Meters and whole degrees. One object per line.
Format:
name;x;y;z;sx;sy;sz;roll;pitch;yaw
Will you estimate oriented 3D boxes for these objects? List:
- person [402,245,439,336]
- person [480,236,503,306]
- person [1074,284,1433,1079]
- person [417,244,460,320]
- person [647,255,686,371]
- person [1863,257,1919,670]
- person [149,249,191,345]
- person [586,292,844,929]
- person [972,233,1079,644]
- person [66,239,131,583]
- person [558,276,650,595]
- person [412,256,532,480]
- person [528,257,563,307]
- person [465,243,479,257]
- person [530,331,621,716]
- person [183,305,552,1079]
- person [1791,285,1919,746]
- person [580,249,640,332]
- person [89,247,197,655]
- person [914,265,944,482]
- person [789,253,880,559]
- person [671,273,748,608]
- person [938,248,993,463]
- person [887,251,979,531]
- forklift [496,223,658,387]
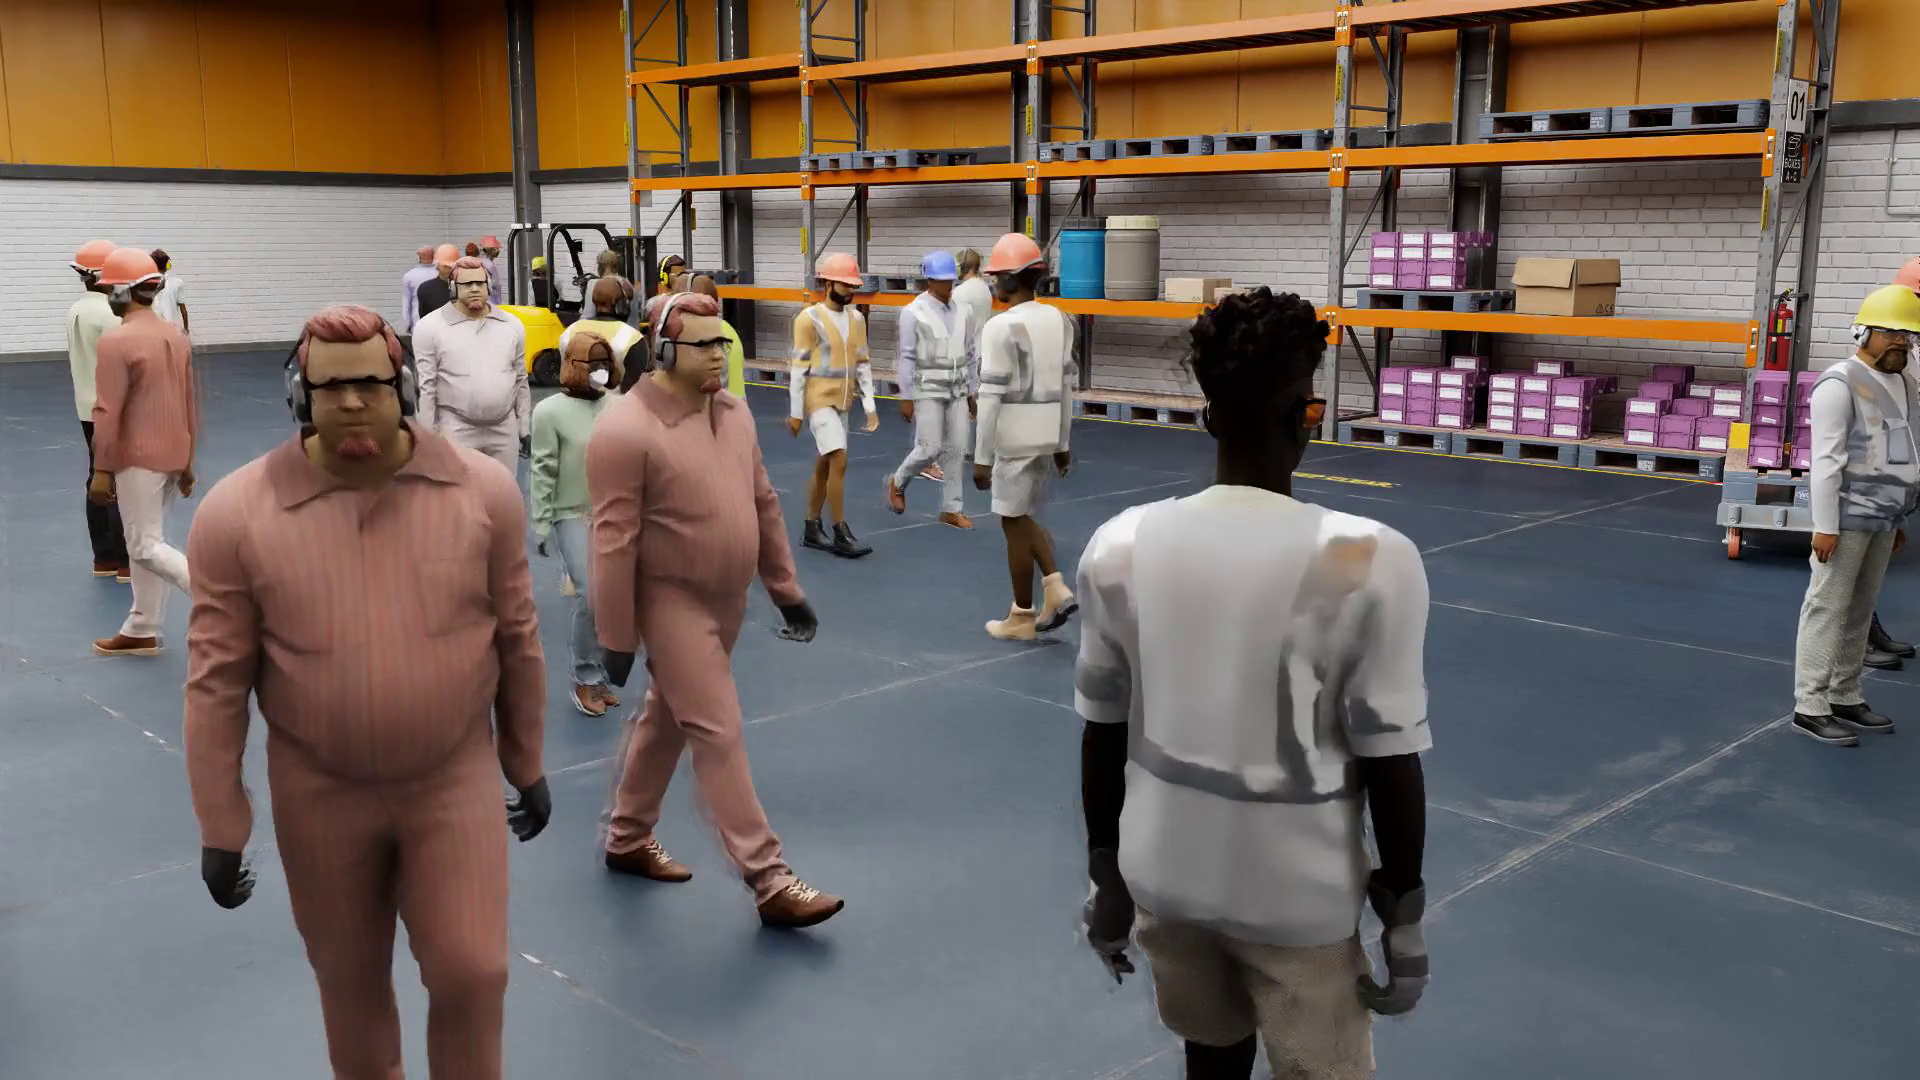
person;-6.686;-2.764;21.011;0.677;1.890;0.435;-4;11;-21
person;-7.361;-3.715;25.872;0.852;2.024;0.616;-2;11;-13
person;0.445;0.560;2.743;0.618;1.950;0.731;8;13;38
person;-5.001;-1.937;16.382;0.619;1.950;0.926;-3;11;-18
person;-2.220;-1.281;12.998;0.327;1.872;0.516;4;11;23
person;4.421;-0.362;7.824;0.381;1.927;0.550;9;14;41
person;-8.864;-2.298;18.542;0.514;1.872;0.328;-5;12;-25
person;-0.749;0.200;4.956;0.985;1.854;0.655;5;12;26
person;0.296;-0.478;8.173;0.437;2.030;0.638;8;13;37
person;-4.964;-0.746;9.739;0.612;1.995;0.376;8;13;38
person;-1.975;-0.618;9.619;0.626;1.783;0.989;5;11;24
person;-2.660;-0.600;9.182;0.652;1.906;0.403;-7;13;-35
person;-6.184;-3.374;24.850;0.500;1.703;0.497;-2;11;-9
person;-8.408;-4.187;28.803;0.585;1.882;0.337;-2;11;-12
person;-1.517;-0.066;7.026;0.492;1.616;0.523;10;14;42
person;-1.123;0.501;3.223;0.683;1.882;0.708;-4;11;-21
person;3.629;-0.102;6.680;0.591;1.829;0.404;-7;12;-33
person;-3.437;-1.893;16.299;1.022;1.889;0.647;5;12;27
person;-3.769;-0.385;7.848;0.825;1.970;0.615;1;10;3
person;-0.182;-1.401;13.723;0.577;1.843;0.528;3;11;18
person;-0.740;-0.844;10.506;0.803;1.901;0.537;8;13;36
person;-1.348;-0.488;8.807;0.431;1.831;0.639;2;11;9
person;0.160;-1.597;14.606;0.762;1.915;0.635;4;11;19
person;-0.190;-1.024;11.469;0.606;1.920;0.631;-8;13;-37
forklift;-5.316;-3.263;22.920;2.313;2.155;1.214;-10;14;-44
